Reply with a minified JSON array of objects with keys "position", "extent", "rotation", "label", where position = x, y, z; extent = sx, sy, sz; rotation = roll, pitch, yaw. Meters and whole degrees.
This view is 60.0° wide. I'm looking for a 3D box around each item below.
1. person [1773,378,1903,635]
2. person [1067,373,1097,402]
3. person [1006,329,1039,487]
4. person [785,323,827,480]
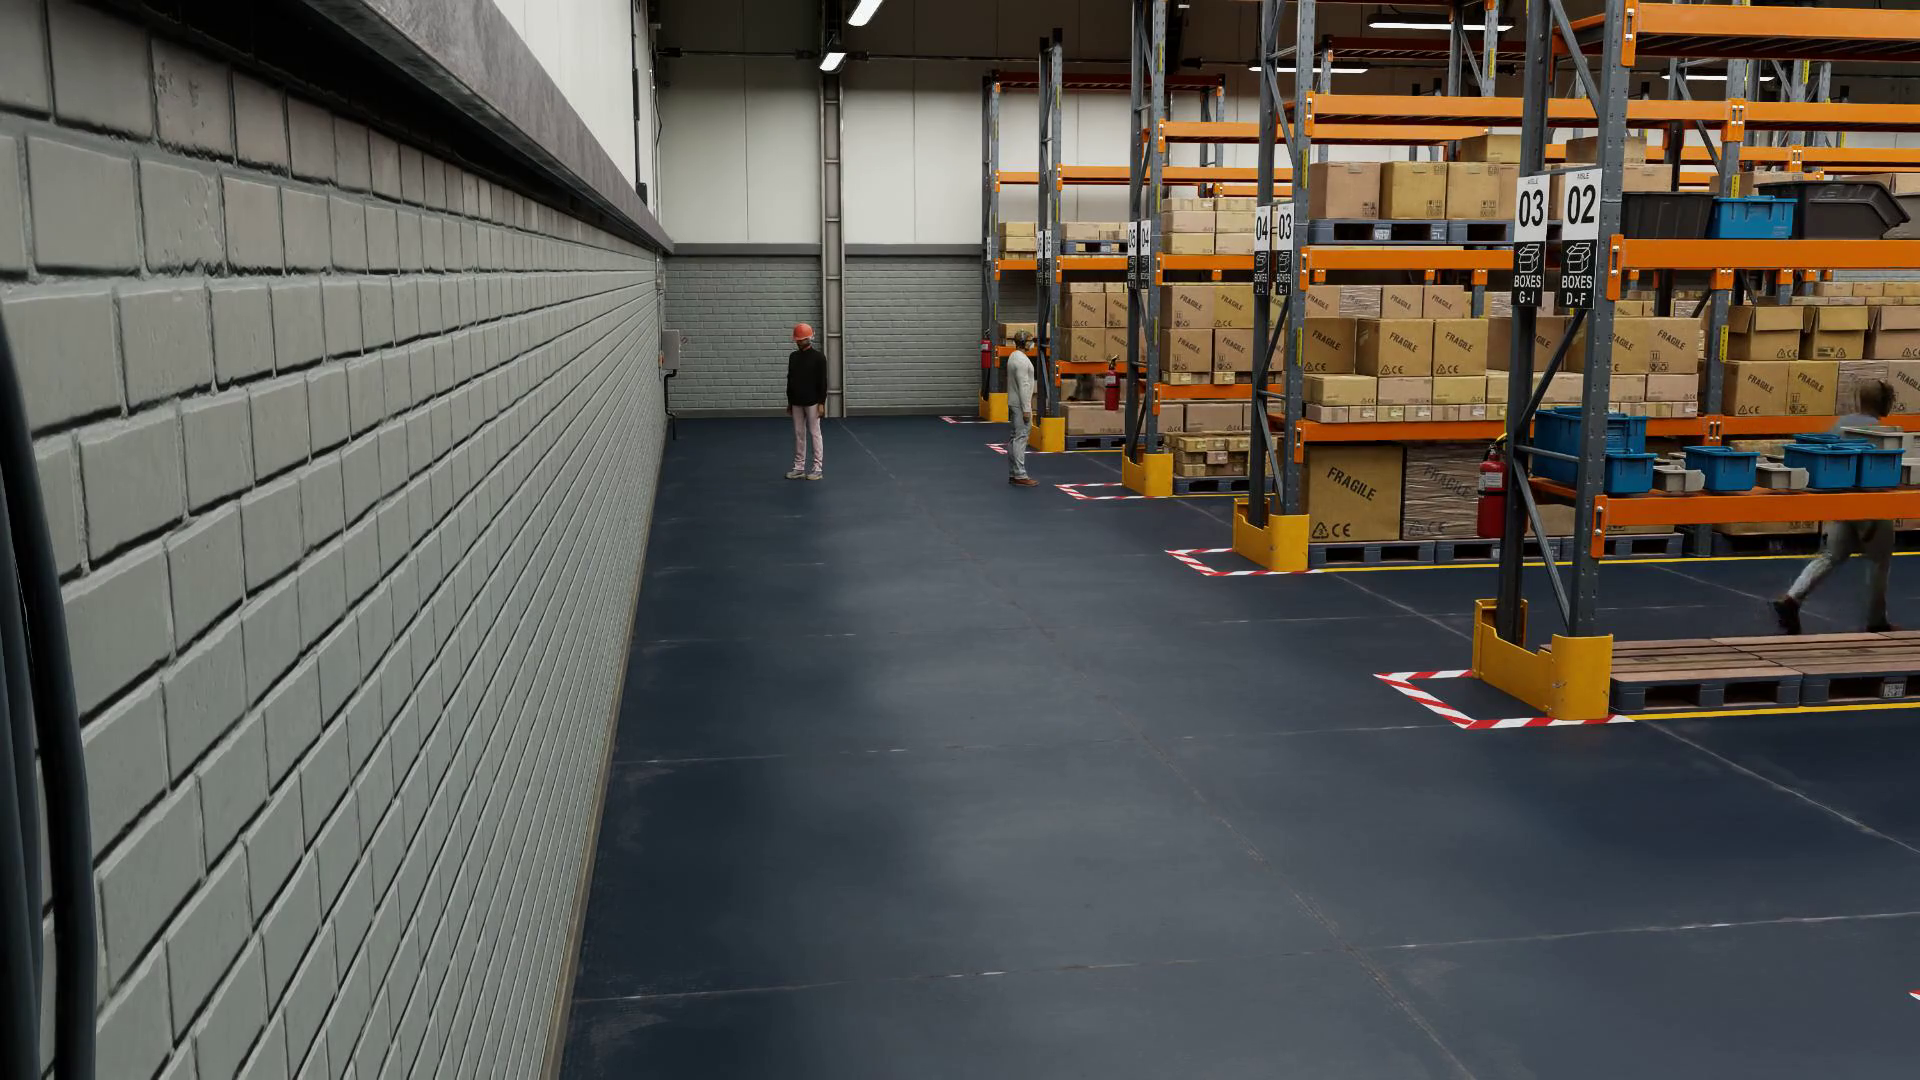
[{"position":[6.394,-0.219,11.952],"extent":[0.913,1.906,0.628],"rotation":[-2,9,-14],"label":"person"},{"position":[1.916,-2.537,26.088],"extent":[0.511,1.946,0.612],"rotation":[-3,10,-17],"label":"person"},{"position":[0.762,-1.628,20.503],"extent":[0.372,1.940,0.630],"rotation":[-1,9,-9],"label":"person"},{"position":[-1.966,-1.753,21.132],"extent":[0.609,1.986,0.392],"rotation":[6,11,33],"label":"person"}]
